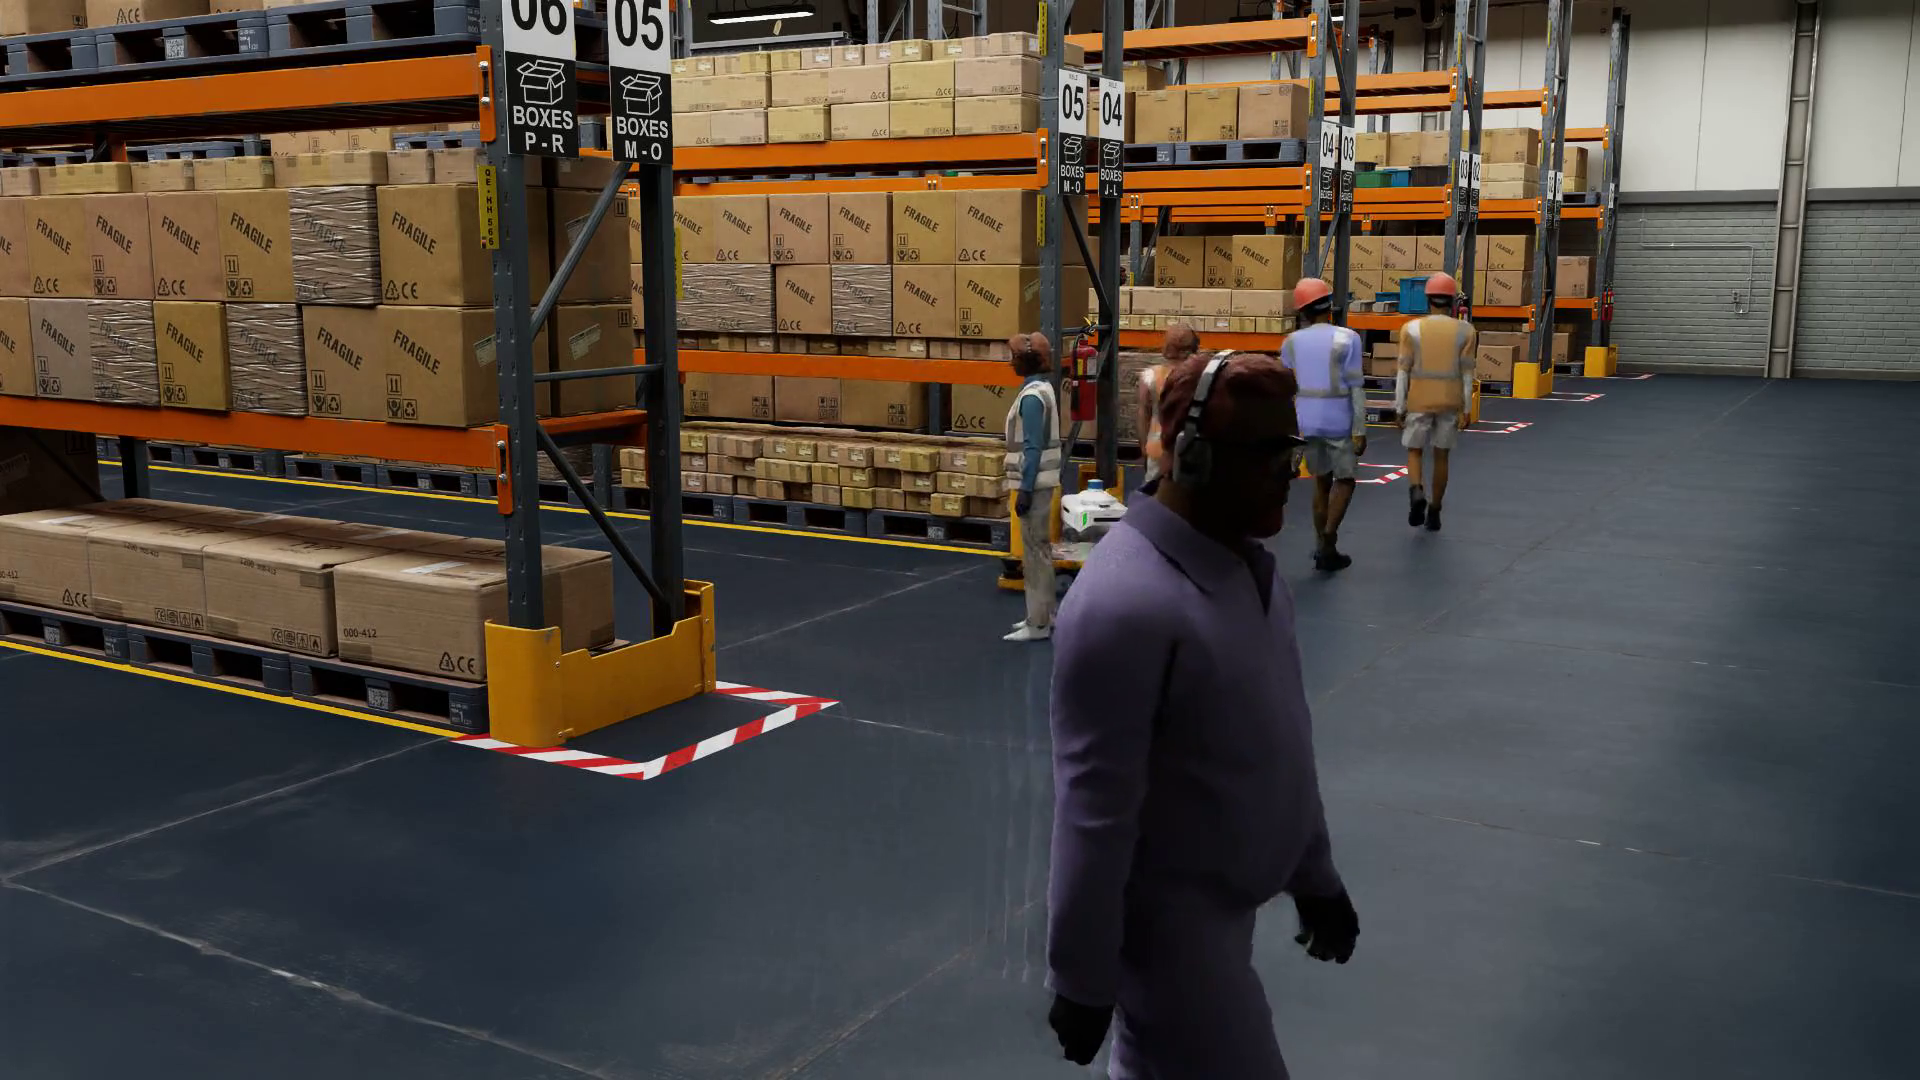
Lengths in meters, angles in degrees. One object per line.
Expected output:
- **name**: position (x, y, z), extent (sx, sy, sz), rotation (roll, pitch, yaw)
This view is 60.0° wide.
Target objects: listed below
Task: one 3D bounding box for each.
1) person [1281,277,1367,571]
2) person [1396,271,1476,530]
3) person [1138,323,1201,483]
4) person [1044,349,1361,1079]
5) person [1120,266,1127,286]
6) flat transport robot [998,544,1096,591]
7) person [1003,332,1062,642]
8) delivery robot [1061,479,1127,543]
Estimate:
- **person**: position (2.354, -0.732, 10.688), extent (0.582, 1.894, 0.462), rotation (8, 13, 40)
- **person**: position (3.486, -1.005, 12.222), extent (0.552, 1.923, 0.551), rotation (2, 10, 14)
- **person**: position (1.316, -0.493, 10.084), extent (0.517, 1.630, 0.320), rotation (4, 11, 23)
- **person**: position (0.435, 0.629, 2.785), extent (0.603, 1.883, 0.641), rotation (4, 10, 22)
- **person**: position (2.433, -3.258, 25.547), extent (0.325, 1.876, 0.524), rotation (6, 11, 30)
- **flat transport robot**: position (0.993, 0.172, 10.150), extent (1.431, 0.197, 0.652), rotation (2, 10, 11)
- **person**: position (0.385, -0.275, 8.805), extent (0.308, 1.640, 0.536), rotation (1, 10, 7)
- **delivery robot**: position (0.889, -0.157, 10.971), extent (0.477, 0.478, 0.707), rotation (-1, 10, -9)
